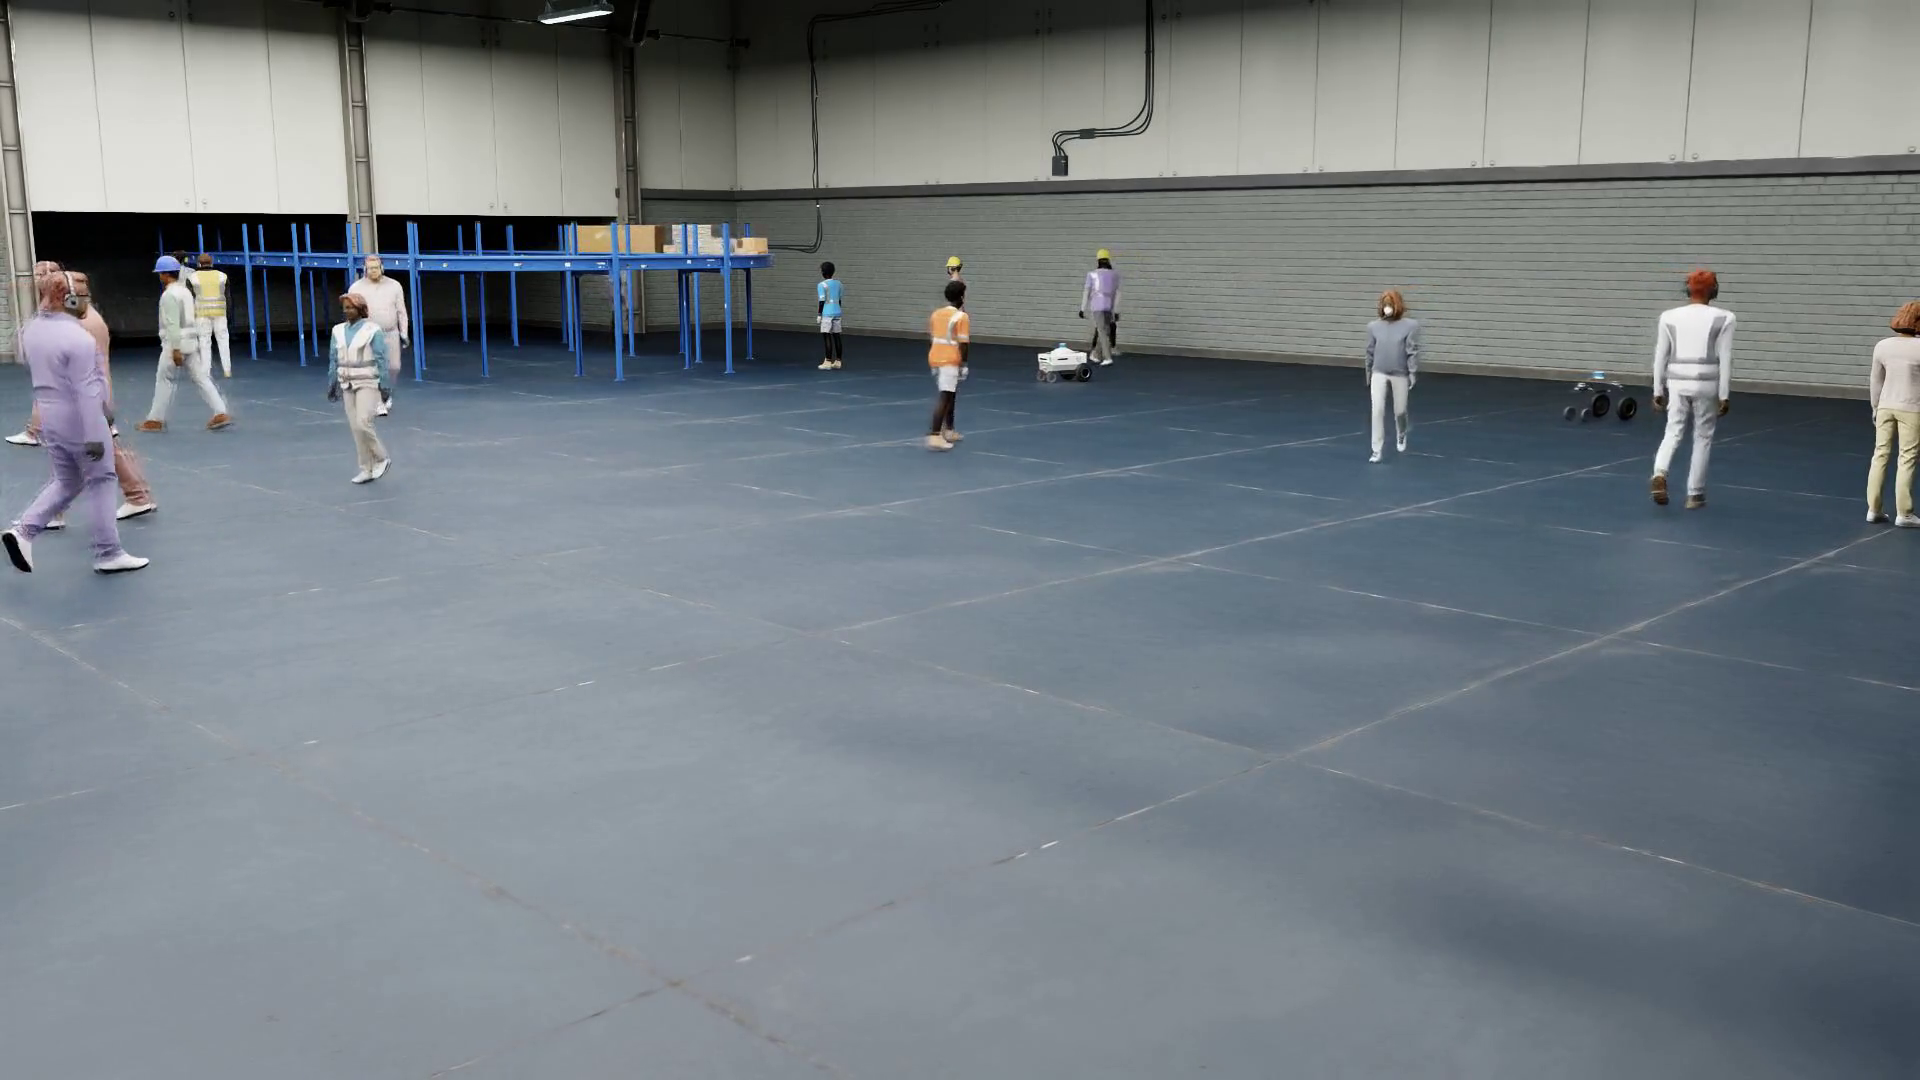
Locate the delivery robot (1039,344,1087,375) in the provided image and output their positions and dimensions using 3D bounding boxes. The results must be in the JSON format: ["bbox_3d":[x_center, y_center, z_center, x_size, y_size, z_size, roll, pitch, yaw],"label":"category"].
[{"bbox_3d":[1.494,-2.619,24.226,0.707,0.478,0.477,-7,12,-33],"label":"delivery robot"}]

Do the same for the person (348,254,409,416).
[{"bbox_3d":[-6.923,-2.451,19.811,0.645,1.885,0.797,-6,12,-31],"label":"person"}]

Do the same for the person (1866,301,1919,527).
[{"bbox_3d":[6.901,-0.925,12.177,0.279,1.634,0.498,-5,11,-24],"label":"person"}]

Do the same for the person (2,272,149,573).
[{"bbox_3d":[-5.511,-0.705,10.277,0.652,1.888,0.725,6,12,31],"label":"person"}]

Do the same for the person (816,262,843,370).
[{"bbox_3d":[-2.063,-3.546,26.312,0.320,1.694,0.532,8,13,37],"label":"person"}]

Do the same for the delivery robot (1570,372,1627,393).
[{"bbox_3d":[7.394,-1.833,19.230,0.698,0.223,0.335,-5,11,-23],"label":"delivery robot"}]

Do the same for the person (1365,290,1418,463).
[{"bbox_3d":[4.075,-1.560,15.707,0.503,1.607,0.686,4,11,22],"label":"person"}]

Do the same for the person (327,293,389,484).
[{"bbox_3d":[-5.148,-1.292,14.194,0.526,1.623,0.376,4,11,23],"label":"person"}]

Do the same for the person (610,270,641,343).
[{"bbox_3d":[-6.584,-4.807,32.581,0.552,1.905,0.833,-9,14,-41],"label":"person"}]

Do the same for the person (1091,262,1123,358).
[{"bbox_3d":[2.539,-3.951,28.642,0.617,1.651,0.587,6,12,28],"label":"person"}]

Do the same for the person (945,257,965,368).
[{"bbox_3d":[-0.091,-3.647,26.662,0.310,1.768,0.533,3,11,14],"label":"person"}]

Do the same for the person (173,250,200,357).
[{"bbox_3d":[-13.507,-4.107,28.928,0.504,1.860,0.313,-6,12,-28],"label":"person"}]

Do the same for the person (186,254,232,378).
[{"bbox_3d":[-11.186,-3.341,24.805,0.621,1.839,0.429,-7,13,-34],"label":"person"}]

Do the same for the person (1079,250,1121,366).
[{"bbox_3d":[2.317,-3.803,27.222,0.605,1.878,0.978,-4,11,-23],"label":"person"}]

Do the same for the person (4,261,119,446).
[{"bbox_3d":[-9.171,-1.901,16.927,1.019,1.853,0.652,-4,11,-20],"label":"person"}]

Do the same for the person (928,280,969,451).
[{"bbox_3d":[-0.107,-1.751,16.590,0.720,1.655,0.601,-8,13,-38],"label":"person"}]

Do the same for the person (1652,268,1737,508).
[{"bbox_3d":[5.628,-1.156,12.827,0.585,1.864,0.752,9,13,39],"label":"person"}]

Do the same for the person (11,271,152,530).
[{"bbox_3d":[-6.456,-1.028,12.154,0.973,1.853,0.658,-8,13,-37],"label":"person"}]

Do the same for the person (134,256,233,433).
[{"bbox_3d":[-8.433,-2.122,18.007,1.014,1.899,0.633,-1,10,-3],"label":"person"}]
